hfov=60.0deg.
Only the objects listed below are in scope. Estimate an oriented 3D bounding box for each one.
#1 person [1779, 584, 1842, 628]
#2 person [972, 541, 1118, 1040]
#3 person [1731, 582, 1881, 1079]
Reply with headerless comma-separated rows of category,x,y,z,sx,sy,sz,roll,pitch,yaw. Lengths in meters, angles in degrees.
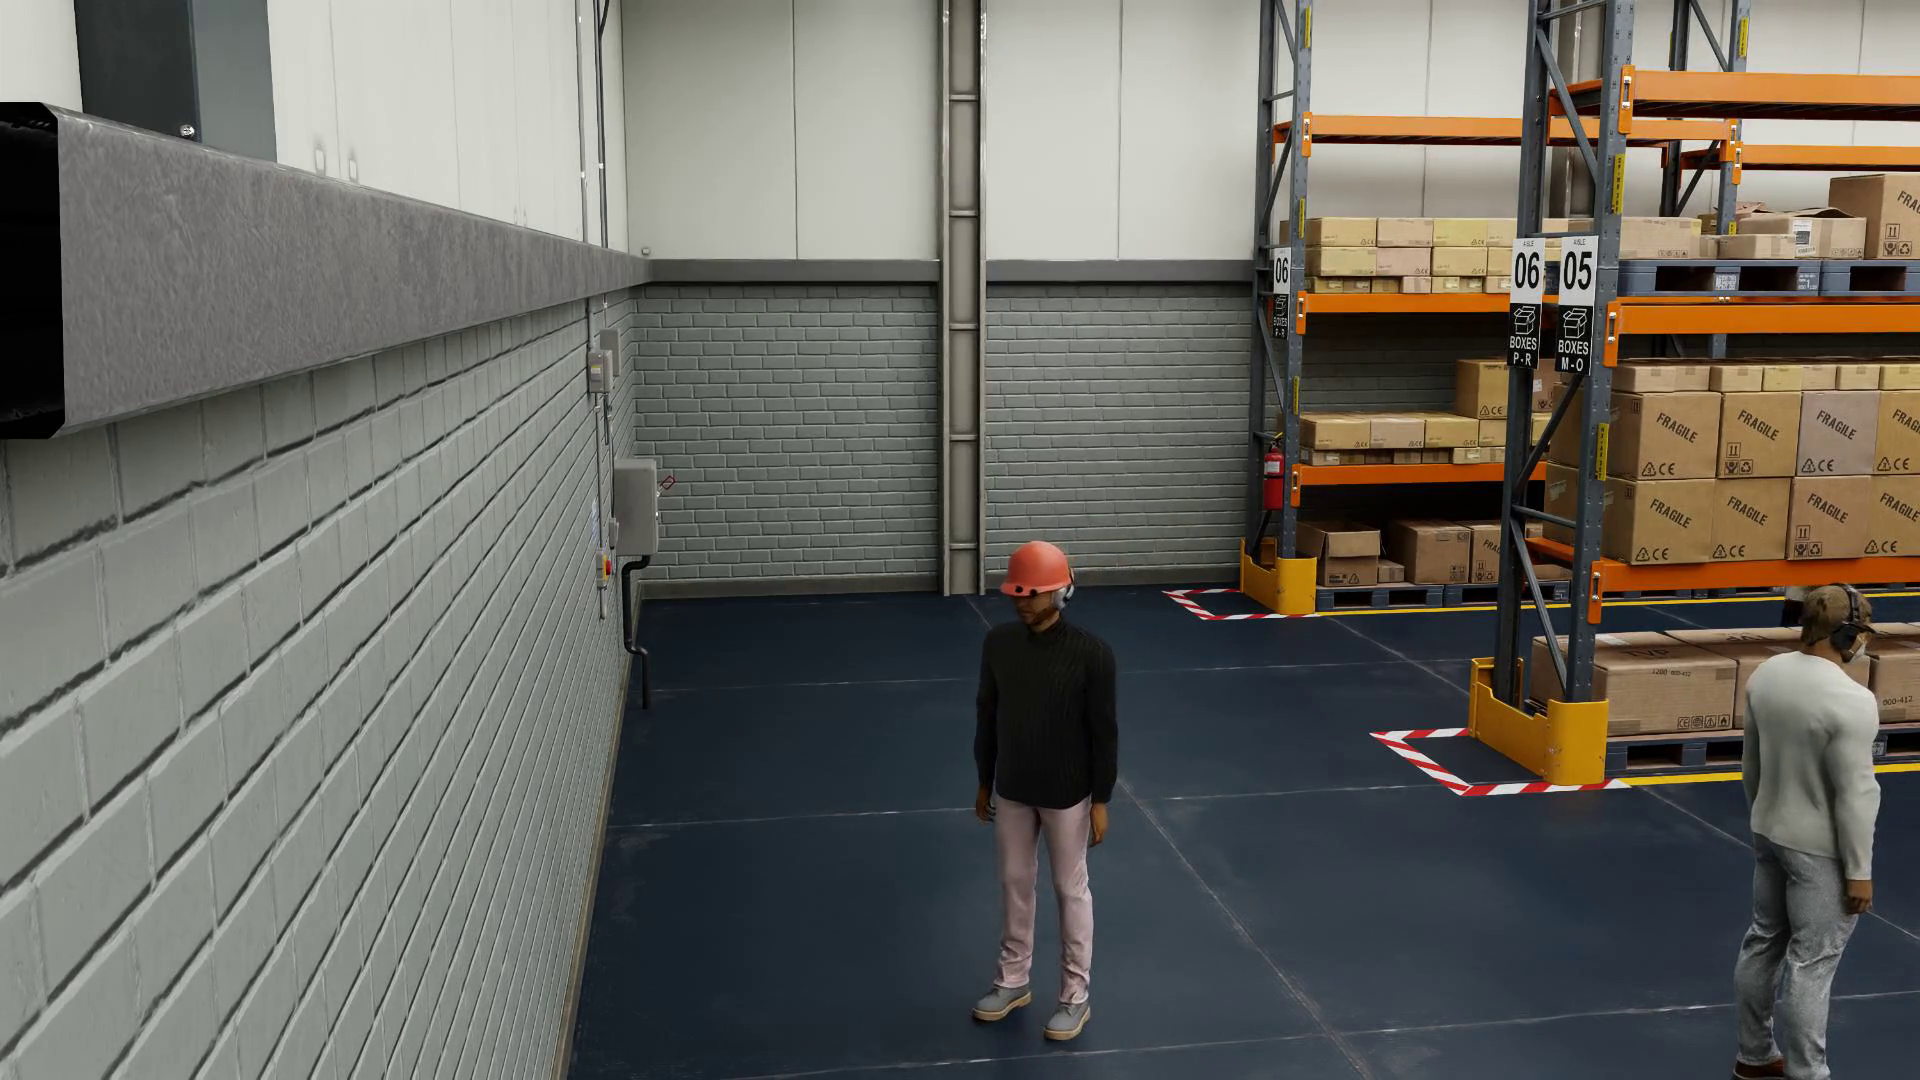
person,6.144,0.117,12.198,1.020,1.907,0.618,-3,10,-17
person,0.315,0.981,6.591,0.623,1.989,0.400,6,11,33
person,3.057,1.108,5.996,0.372,1.935,0.627,-1,9,-8
